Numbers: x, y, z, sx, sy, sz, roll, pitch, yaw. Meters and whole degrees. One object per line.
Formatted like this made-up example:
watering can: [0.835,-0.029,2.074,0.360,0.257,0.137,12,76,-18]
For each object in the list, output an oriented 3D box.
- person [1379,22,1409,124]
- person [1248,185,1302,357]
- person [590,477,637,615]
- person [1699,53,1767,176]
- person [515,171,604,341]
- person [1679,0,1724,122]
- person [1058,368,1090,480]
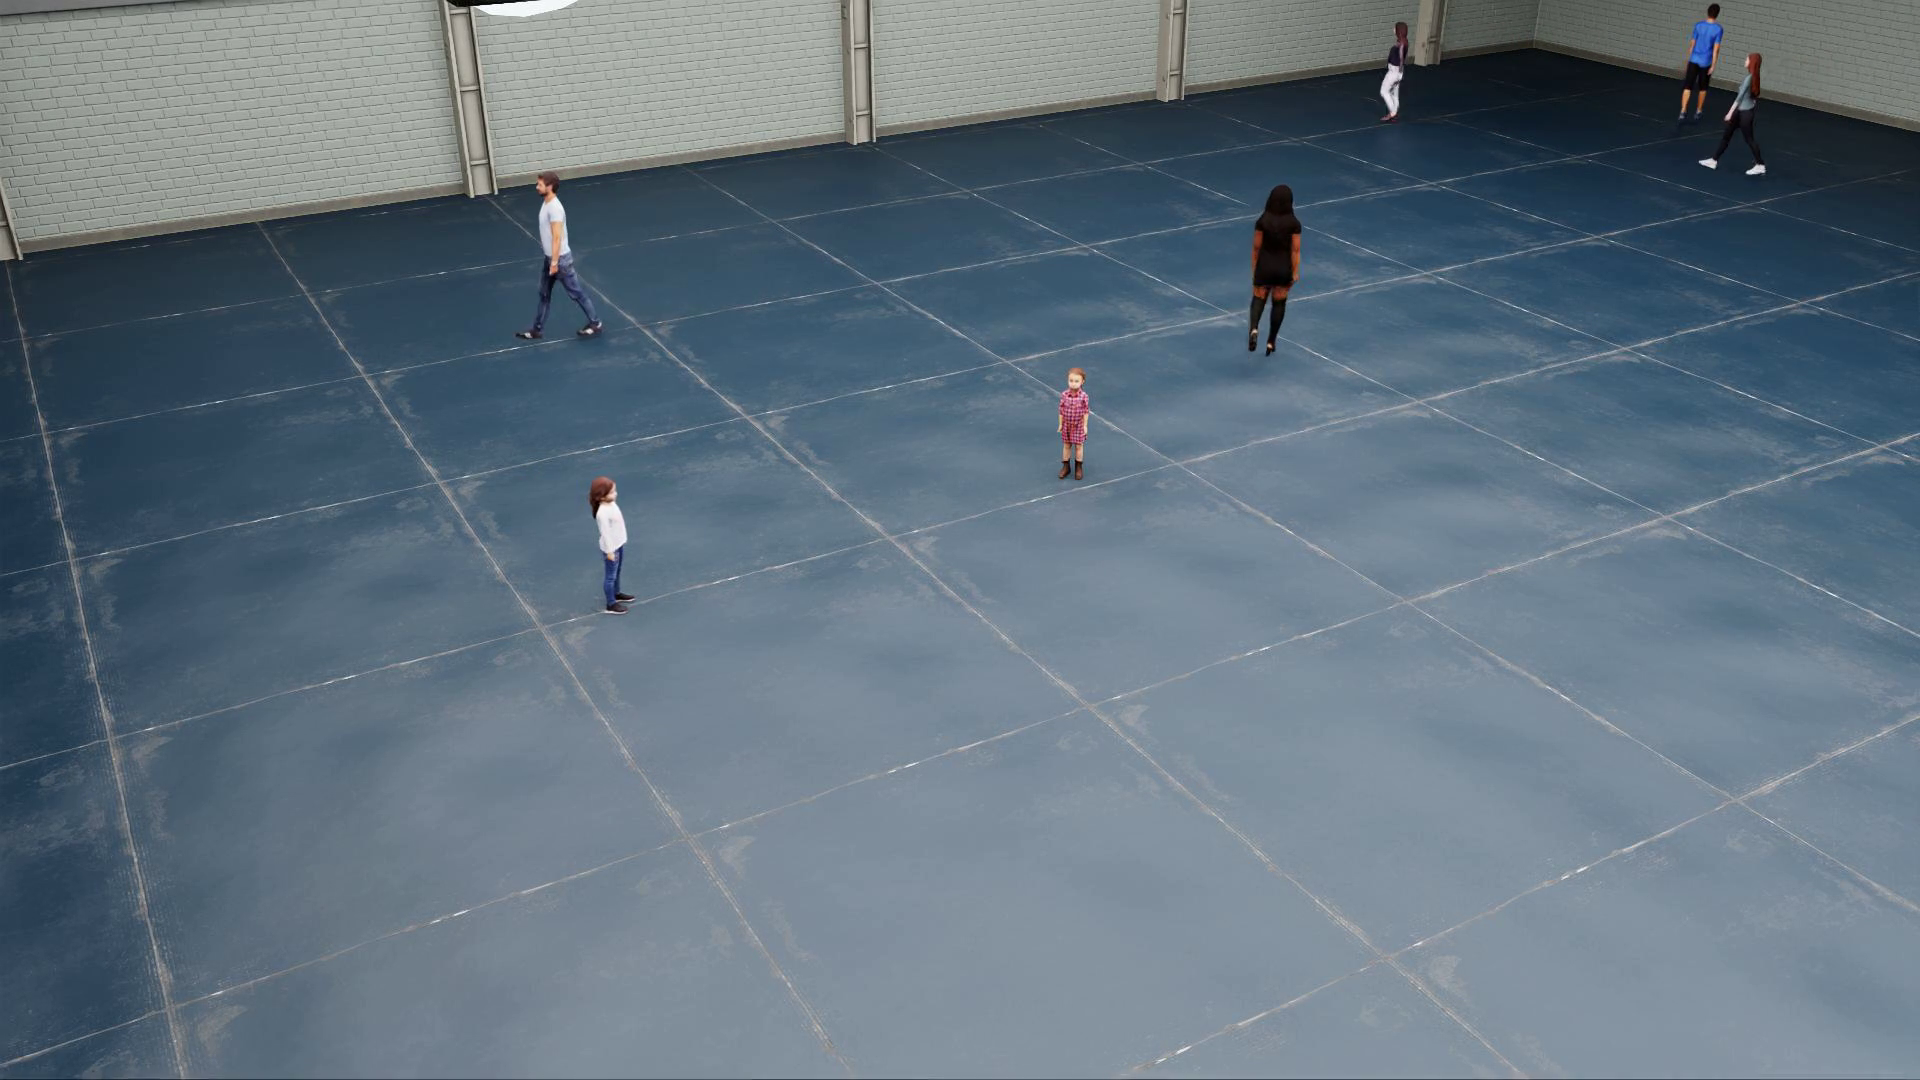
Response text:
person: [7.079,-7.531,26.840,0.782,1.598,0.716,8,28,15]
person: [3.249,-2.751,17.293,0.889,1.839,0.966,10,29,19]
person: [-2.670,0.017,12.713,0.586,1.110,0.535,2,27,3]
person: [11.342,-6.065,23.884,0.966,1.697,1.179,19,33,32]
person: [-4.212,-3.006,17.814,1.176,1.816,0.693,-13,30,-24]
person: [11.920,-7.676,26.857,0.985,1.839,1.185,14,30,25]
person: [1.023,-1.056,14.893,0.500,1.024,0.562,6,28,12]
